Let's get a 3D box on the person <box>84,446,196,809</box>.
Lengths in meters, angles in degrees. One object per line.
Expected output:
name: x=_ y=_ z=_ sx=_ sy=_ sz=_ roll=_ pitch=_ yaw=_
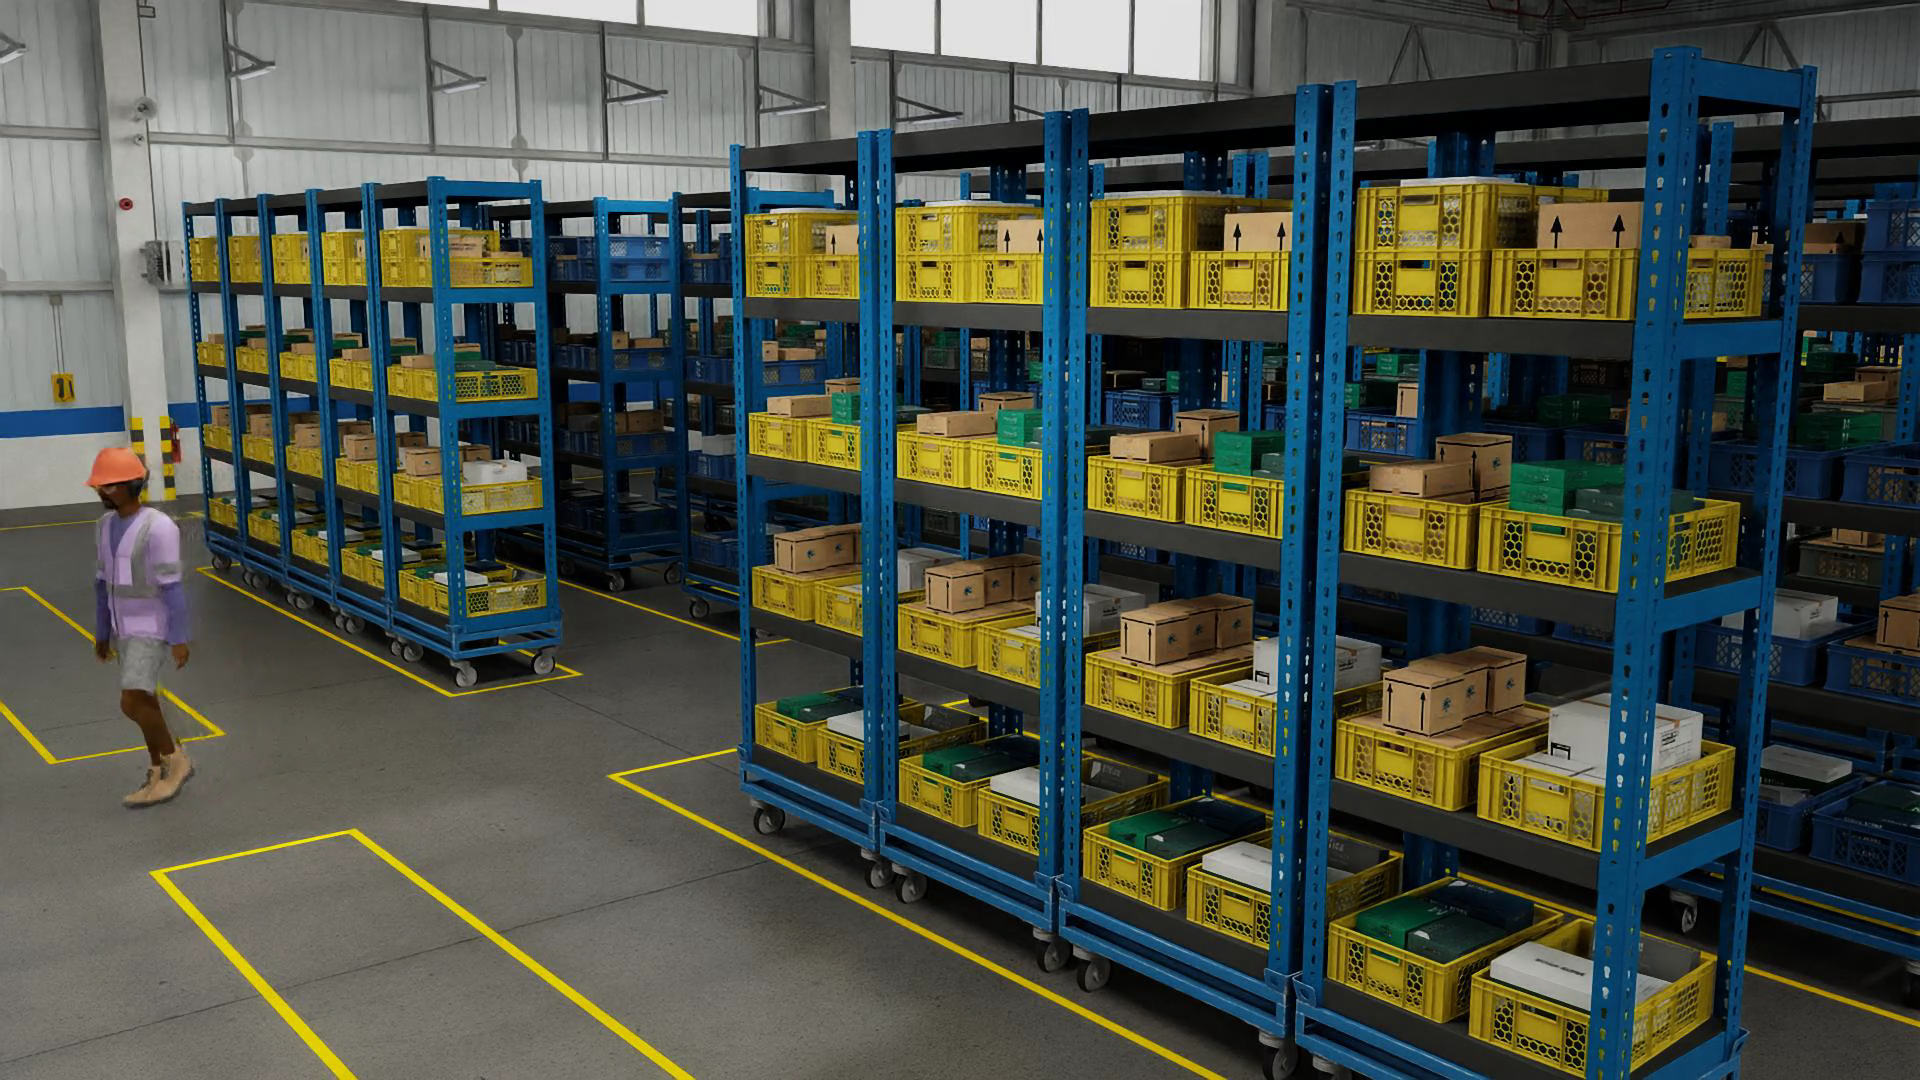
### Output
person: x=-4.540 y=0.496 z=9.154 sx=0.646 sy=2.028 sz=0.427 roll=6 pitch=11 yaw=32
